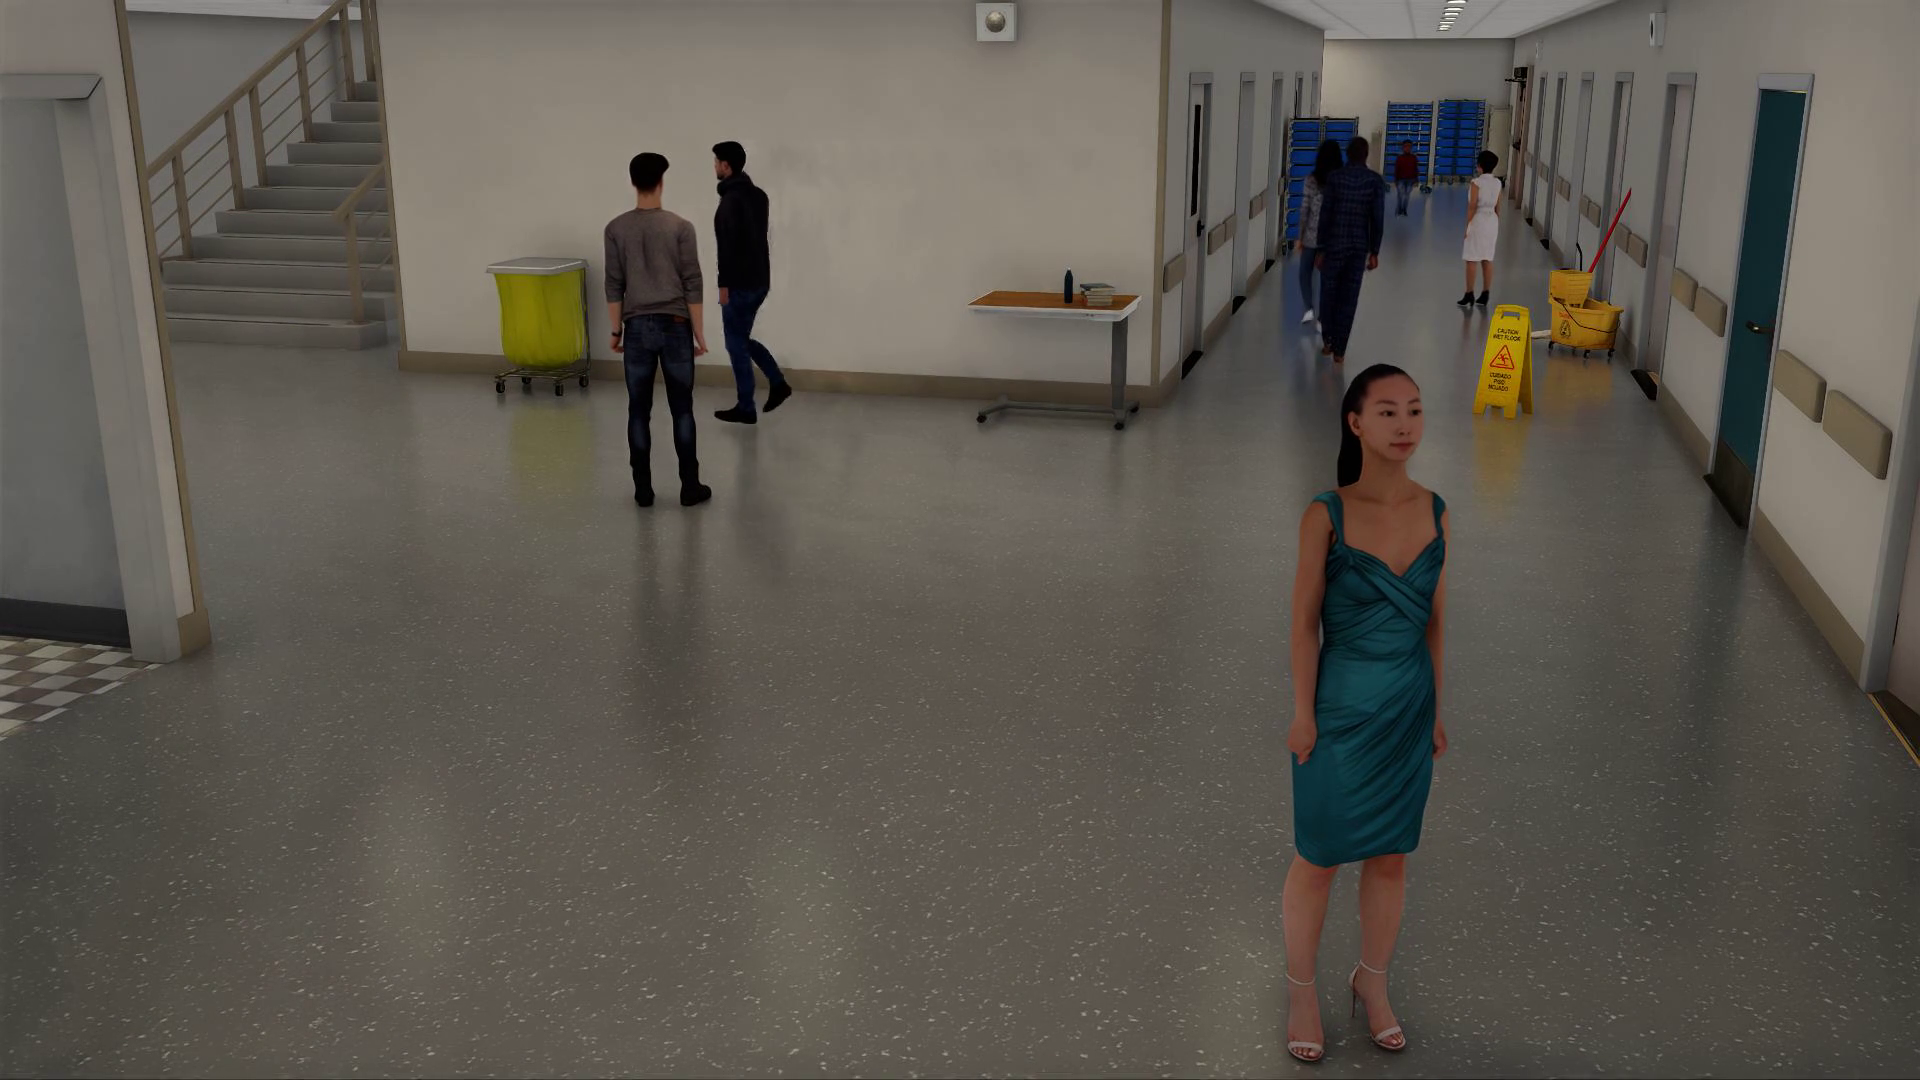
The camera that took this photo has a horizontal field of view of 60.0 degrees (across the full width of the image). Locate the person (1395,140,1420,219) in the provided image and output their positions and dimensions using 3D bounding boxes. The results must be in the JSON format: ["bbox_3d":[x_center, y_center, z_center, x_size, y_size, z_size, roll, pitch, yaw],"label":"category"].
[{"bbox_3d":[7.246,-5.869,27.072,0.602,1.236,0.781,1,16,2],"label":"person"}]

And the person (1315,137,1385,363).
[{"bbox_3d":[3.133,-2.335,13.477,0.695,1.811,0.635,3,16,10],"label":"person"}]

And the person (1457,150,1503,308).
[{"bbox_3d":[5.305,-3.161,16.886,0.655,1.552,0.701,-7,17,-24],"label":"person"}]

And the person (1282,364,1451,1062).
[{"bbox_3d":[0.954,0.426,3.917,0.621,1.683,0.634,-4,16,-12],"label":"person"}]

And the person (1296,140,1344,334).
[{"bbox_3d":[3.281,-2.721,15.025,0.677,1.714,0.643,2,16,5],"label":"person"}]

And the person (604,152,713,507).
[{"bbox_3d":[-1.645,-1.130,9.030,0.743,1.905,0.678,0,16,0],"label":"person"}]

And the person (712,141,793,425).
[{"bbox_3d":[-1.350,-1.690,11.074,0.767,1.874,0.731,5,17,19],"label":"person"}]
